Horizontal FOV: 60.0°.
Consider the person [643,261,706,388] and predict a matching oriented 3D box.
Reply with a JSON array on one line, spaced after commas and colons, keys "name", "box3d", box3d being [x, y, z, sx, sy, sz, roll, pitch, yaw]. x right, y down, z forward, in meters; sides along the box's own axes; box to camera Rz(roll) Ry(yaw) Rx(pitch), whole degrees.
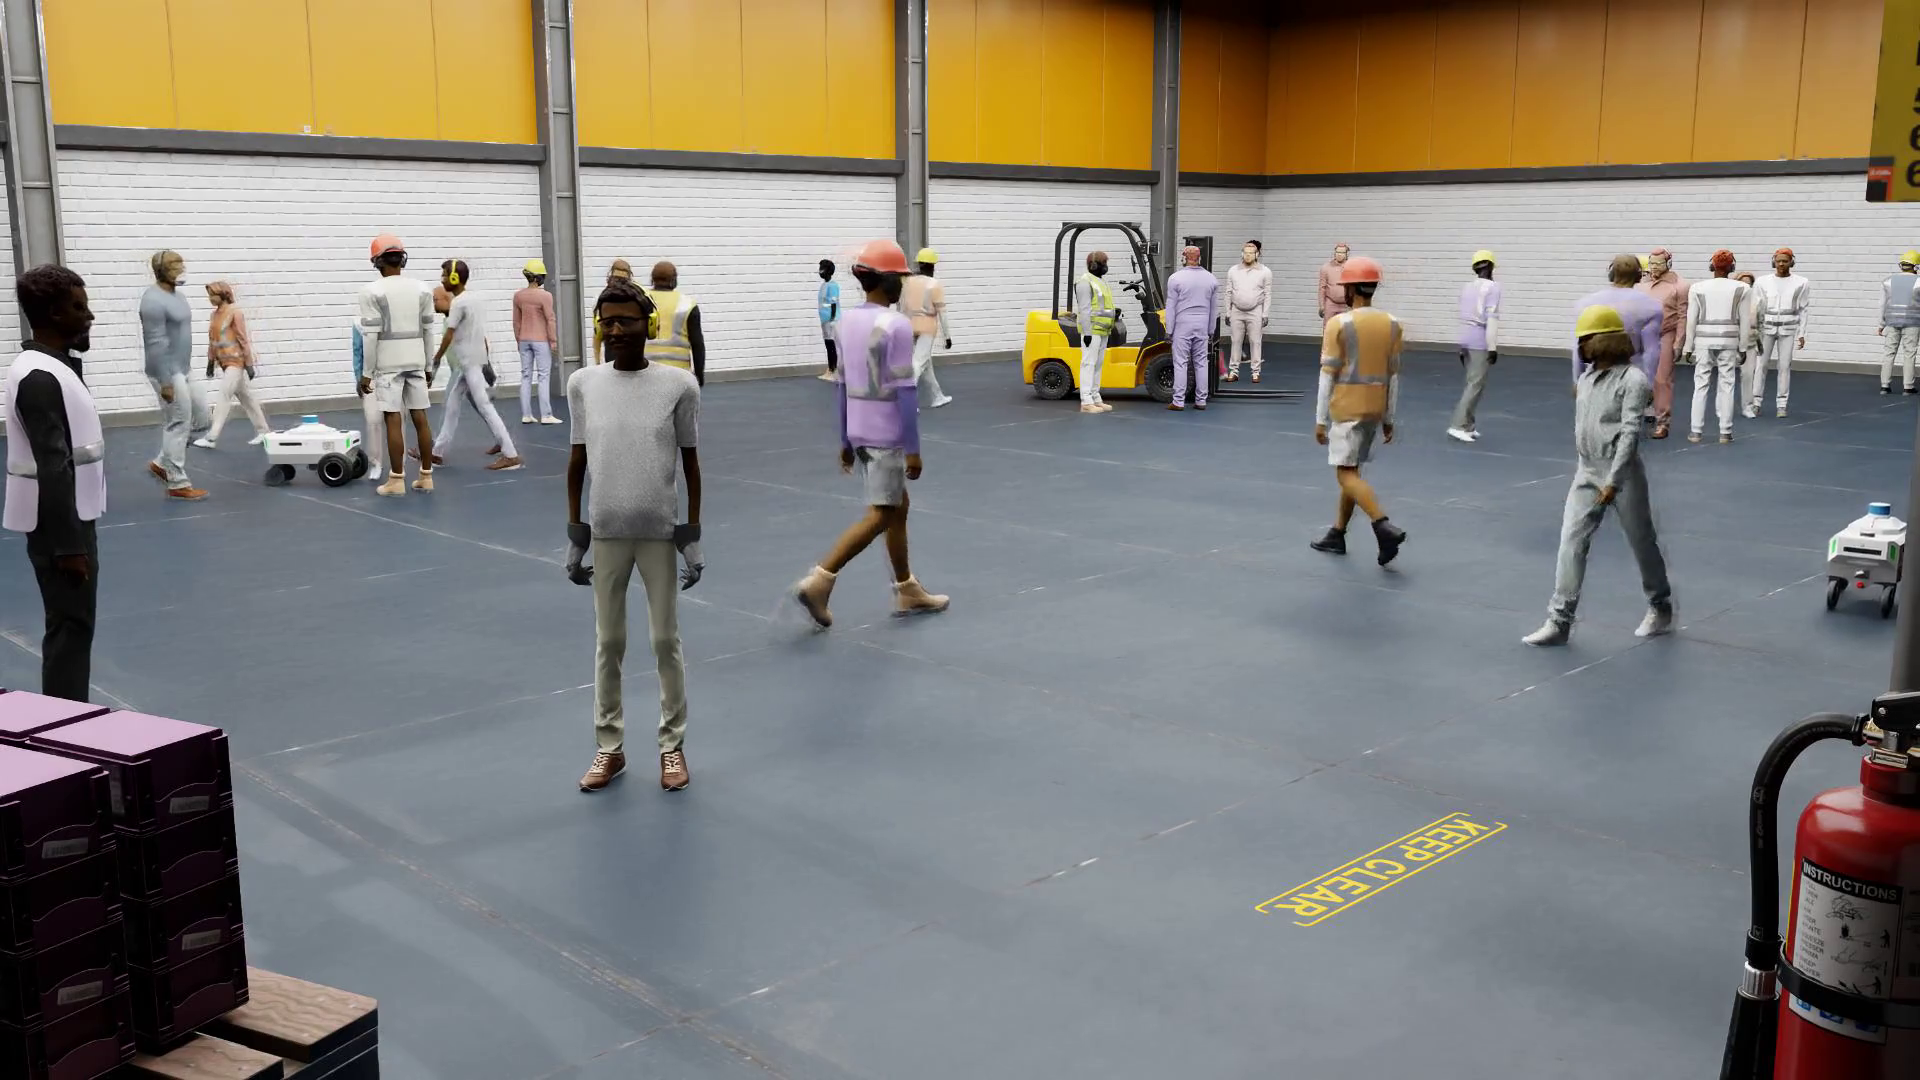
[{"name": "person", "box3d": [-2.443, -1.419, 13.929, 0.653, 1.797, 0.908, 1, 10, 5]}]

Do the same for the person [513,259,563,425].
[{"name": "person", "box3d": [-4.537, -2.116, 17.834, 0.528, 1.767, 0.329, 5, 11, 25]}]

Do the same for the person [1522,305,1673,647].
[{"name": "person", "box3d": [3.249, -0.320, 8.269, 0.925, 1.693, 0.489, -5, 12, -26]}]

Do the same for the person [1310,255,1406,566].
[{"name": "person", "box3d": [2.486, -0.796, 10.266, 0.553, 1.909, 0.880, -5, 12, -26]}]

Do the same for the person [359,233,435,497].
[{"name": "person", "box3d": [-4.372, -1.347, 12.909, 0.390, 2.034, 0.605, 9, 14, 41]}]

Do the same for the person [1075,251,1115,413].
[{"name": "person", "box3d": [1.564, -2.382, 19.080, 0.429, 1.845, 0.624, 5, 11, 25]}]

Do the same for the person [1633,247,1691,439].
[{"name": "person", "box3d": [6.936, -1.966, 16.641, 0.407, 1.905, 0.639, -8, 13, -38]}]

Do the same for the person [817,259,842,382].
[{"name": "person", "box3d": [-1.818, -3.052, 23.146, 0.319, 1.691, 0.537, -4, 11, -21]}]

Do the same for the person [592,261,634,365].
[{"name": "person", "box3d": [-2.944, -1.531, 14.564, 0.519, 1.810, 0.665, 2, 11, 9]}]

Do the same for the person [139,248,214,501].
[{"name": "person", "box3d": [-5.965, -1.245, 12.652, 0.450, 1.920, 0.647, -1, 10, -5]}]

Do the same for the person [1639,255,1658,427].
[{"name": "person", "box3d": [7.289, -2.094, 17.581, 0.704, 1.807, 0.626, 6, 12, 28]}]

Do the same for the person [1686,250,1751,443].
[{"name": "person", "box3d": [7.399, -1.887, 16.267, 0.574, 1.882, 0.356, 5, 11, 24]}]

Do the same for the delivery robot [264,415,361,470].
[{"name": "delivery robot", "box3d": [-5.282, -0.775, 13.570, 0.707, 0.478, 0.477, -1, 10, -3]}]

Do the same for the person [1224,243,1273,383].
[{"name": "person", "box3d": [3.951, -3.118, 22.901, 0.643, 1.913, 0.410, 4, 11, 19]}]

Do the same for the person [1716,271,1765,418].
[{"name": "person", "box3d": [8.639, -2.158, 18.438, 0.513, 1.629, 0.316, 0, 10, 0]}]

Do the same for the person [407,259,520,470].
[{"name": "person", "box3d": [-4.290, -1.494, 14.325, 1.004, 1.814, 0.518, -1, 10, -5]}]

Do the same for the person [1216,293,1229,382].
[{"name": "person", "box3d": [3.363, -2.999, 22.712, 0.700, 1.741, 0.518, -5, 11, -24]}]

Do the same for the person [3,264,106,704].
[{"name": "person", "box3d": [-3.287, -0.041, 6.102, 0.382, 1.918, 0.597, -5, 12, -27]}]

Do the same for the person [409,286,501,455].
[{"name": "person", "box3d": [-4.559, -1.527, 15.154, 0.897, 1.584, 0.507, -3, 11, -18]}]

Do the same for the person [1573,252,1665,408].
[{"name": "person", "box3d": [4.946, -1.219, 12.589, 0.642, 1.903, 0.990, 7, 12, 32]}]

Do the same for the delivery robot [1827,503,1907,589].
[{"name": "delivery robot", "box3d": [5.028, 0.039, 9.129, 0.477, 0.478, 0.707, 8, 13, 39]}]

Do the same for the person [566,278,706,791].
[{"name": "person", "box3d": [-1.187, -0.007, 6.064, 0.514, 1.867, 0.328, 0, 10, -1]}]

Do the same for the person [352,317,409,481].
[{"name": "person", "box3d": [-4.722, -1.287, 13.699, 0.512, 1.612, 0.658, -3, 11, -18]}]

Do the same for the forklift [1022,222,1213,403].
[{"name": "forklift", "box3d": [1.935, -2.847, 20.651, 2.313, 2.155, 1.214, 2, 11, 13]}]

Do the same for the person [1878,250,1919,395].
[{"name": "person", "box3d": [11.989, -2.752, 21.120, 0.404, 1.830, 0.599, -10, 14, -42]}]

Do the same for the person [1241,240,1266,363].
[{"name": "person", "box3d": [4.622, -3.784, 26.440, 0.611, 1.952, 0.387, -9, 14, -40]}]

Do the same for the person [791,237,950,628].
[{"name": "person", "box3d": [-0.471, -0.547, 8.597, 0.946, 2.015, 0.613, -7, 12, -32]}]

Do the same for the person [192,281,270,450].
[{"name": "person", "box3d": [-6.984, -1.663, 15.843, 0.528, 1.580, 0.878, 9, 14, 41]}]

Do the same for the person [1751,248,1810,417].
[{"name": "person", "box3d": [9.118, -2.306, 18.549, 0.576, 1.881, 0.352, 5, 12, 27]}]

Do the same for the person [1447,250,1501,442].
[{"name": "person", "box3d": [5.083, -1.925, 16.503, 0.620, 1.876, 0.672, -3, 11, -16]}]

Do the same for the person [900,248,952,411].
[{"name": "person", "box3d": [-0.395, -2.423, 19.218, 0.603, 1.869, 1.011, 9, 13, 39]}]

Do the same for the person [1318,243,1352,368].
[{"name": "person", "box3d": [5.767, -3.546, 25.257, 0.642, 1.905, 0.399, 1, 10, 6]}]

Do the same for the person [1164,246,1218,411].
[{"name": "person", "box3d": [2.655, -2.441, 19.249, 0.644, 1.903, 0.401, -4, 11, -21]}]
